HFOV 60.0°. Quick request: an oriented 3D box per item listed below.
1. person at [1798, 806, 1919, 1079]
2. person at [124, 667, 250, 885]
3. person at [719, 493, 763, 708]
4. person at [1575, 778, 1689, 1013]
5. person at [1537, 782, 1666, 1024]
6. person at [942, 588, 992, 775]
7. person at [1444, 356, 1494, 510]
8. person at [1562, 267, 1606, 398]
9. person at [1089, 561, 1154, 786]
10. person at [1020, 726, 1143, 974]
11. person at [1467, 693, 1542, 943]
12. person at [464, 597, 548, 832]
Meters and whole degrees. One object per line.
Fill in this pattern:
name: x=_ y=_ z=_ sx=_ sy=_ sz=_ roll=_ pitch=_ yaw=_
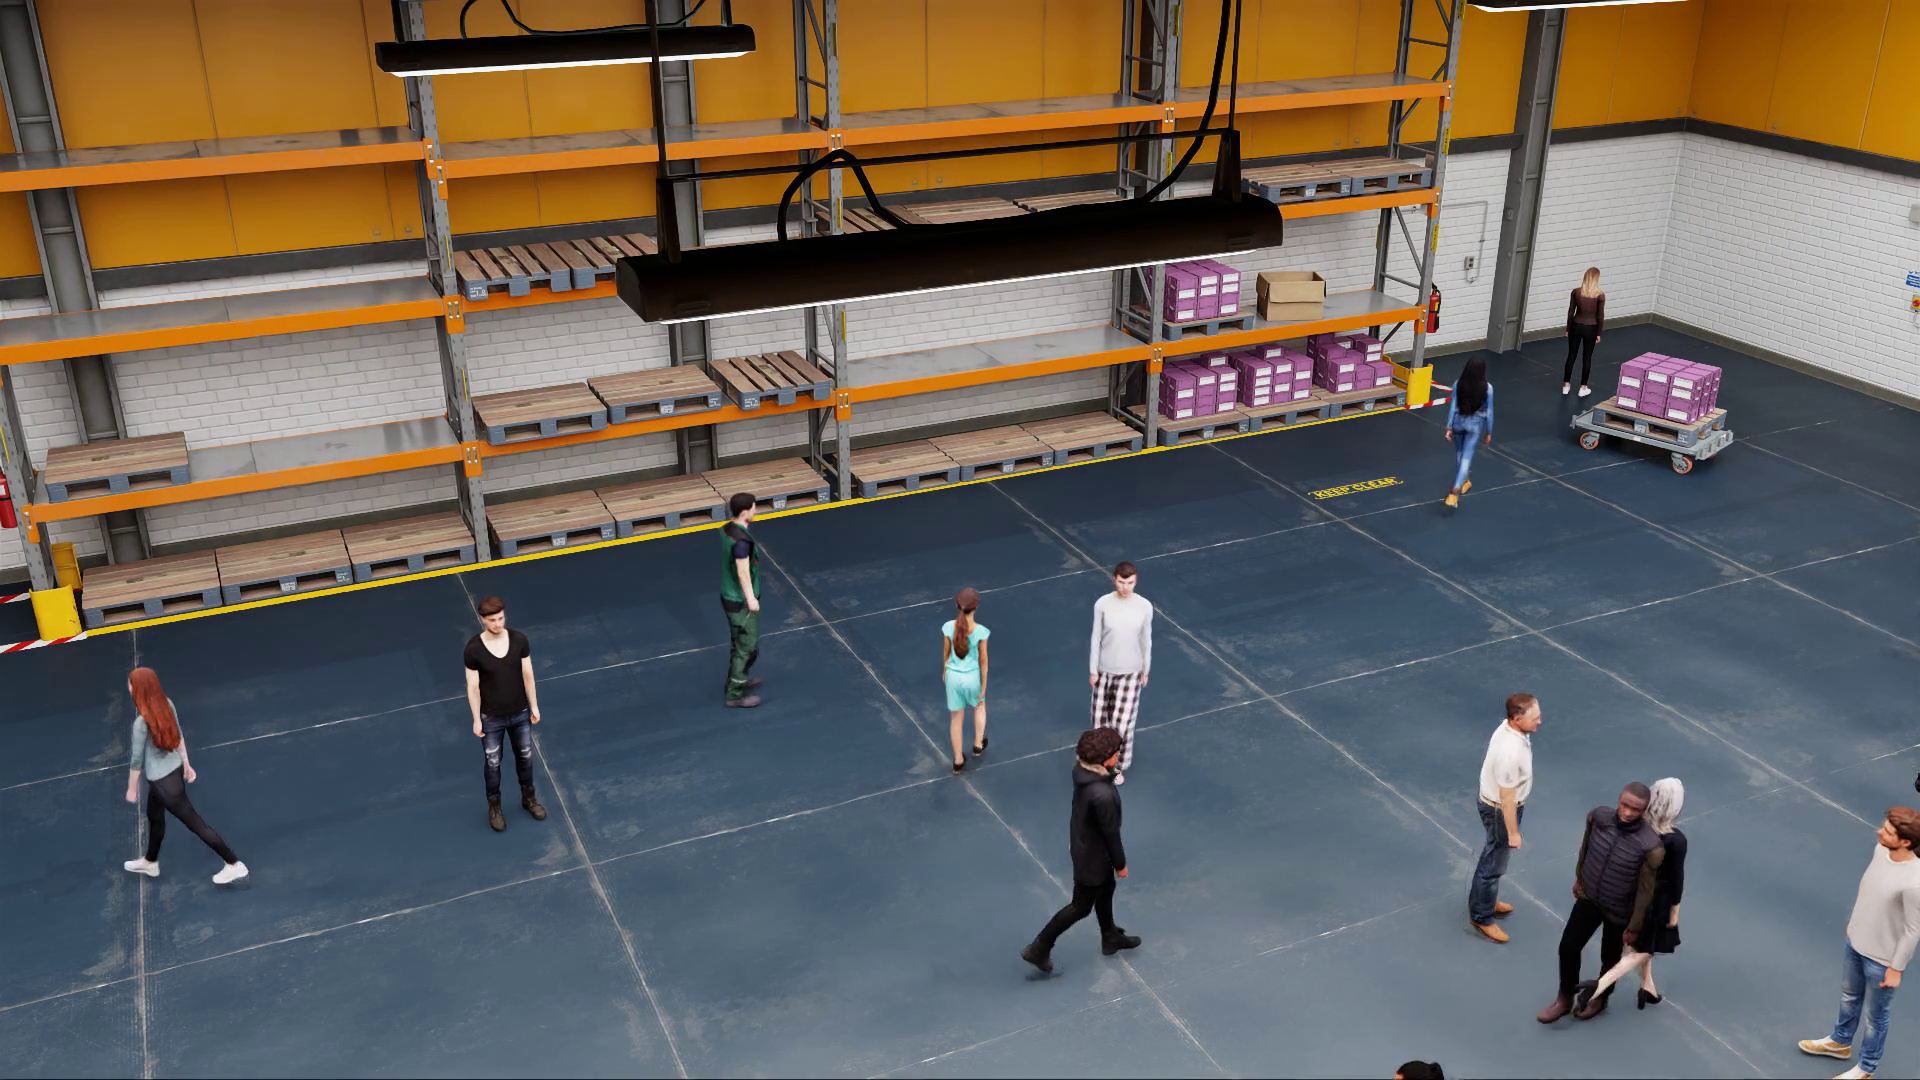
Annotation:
person: x=5.440 y=2.394 z=9.835 sx=0.722 sy=1.903 sz=0.737 roll=-1 pitch=24 yaw=-2
person: x=-5.475 y=1.714 z=11.648 sx=1.237 sy=1.697 sz=0.942 roll=1 pitch=24 yaw=2
person: x=-1.888 y=0.504 z=14.180 sx=0.649 sy=1.886 sz=0.731 roll=-9 pitch=25 yaw=-20
person: x=4.231 y=2.265 z=10.354 sx=0.984 sy=1.724 sz=0.567 roll=-11 pitch=26 yaw=-23
person: x=4.091 y=2.236 z=10.313 sx=0.817 sy=1.810 sz=0.791 roll=-14 pitch=27 yaw=-29
person: x=0.016 y=1.138 z=13.161 sx=0.805 sy=1.541 sz=0.837 roll=4 pitch=24 yaw=8
person: x=5.534 y=-1.142 z=18.222 sx=1.054 sy=1.664 sz=1.263 roll=15 pitch=28 yaw=30
person: x=8.178 y=-2.741 z=21.832 sx=0.678 sy=1.703 sz=0.676 roll=15 pitch=28 yaw=31
person: x=1.247 y=0.990 z=13.132 sx=0.935 sy=1.834 sz=0.938 roll=2 pitch=24 yaw=5
person: x=0.795 y=2.052 z=10.807 sx=1.165 sy=1.751 sz=0.778 roll=-5 pitch=24 yaw=-11
person: x=3.627 y=1.814 z=11.228 sx=0.843 sy=1.850 sz=0.753 roll=7 pitch=25 yaw=16
person: x=-3.419 y=1.264 z=12.433 sx=0.508 sy=1.892 sz=0.727 roll=-13 pitch=27 yaw=-27
